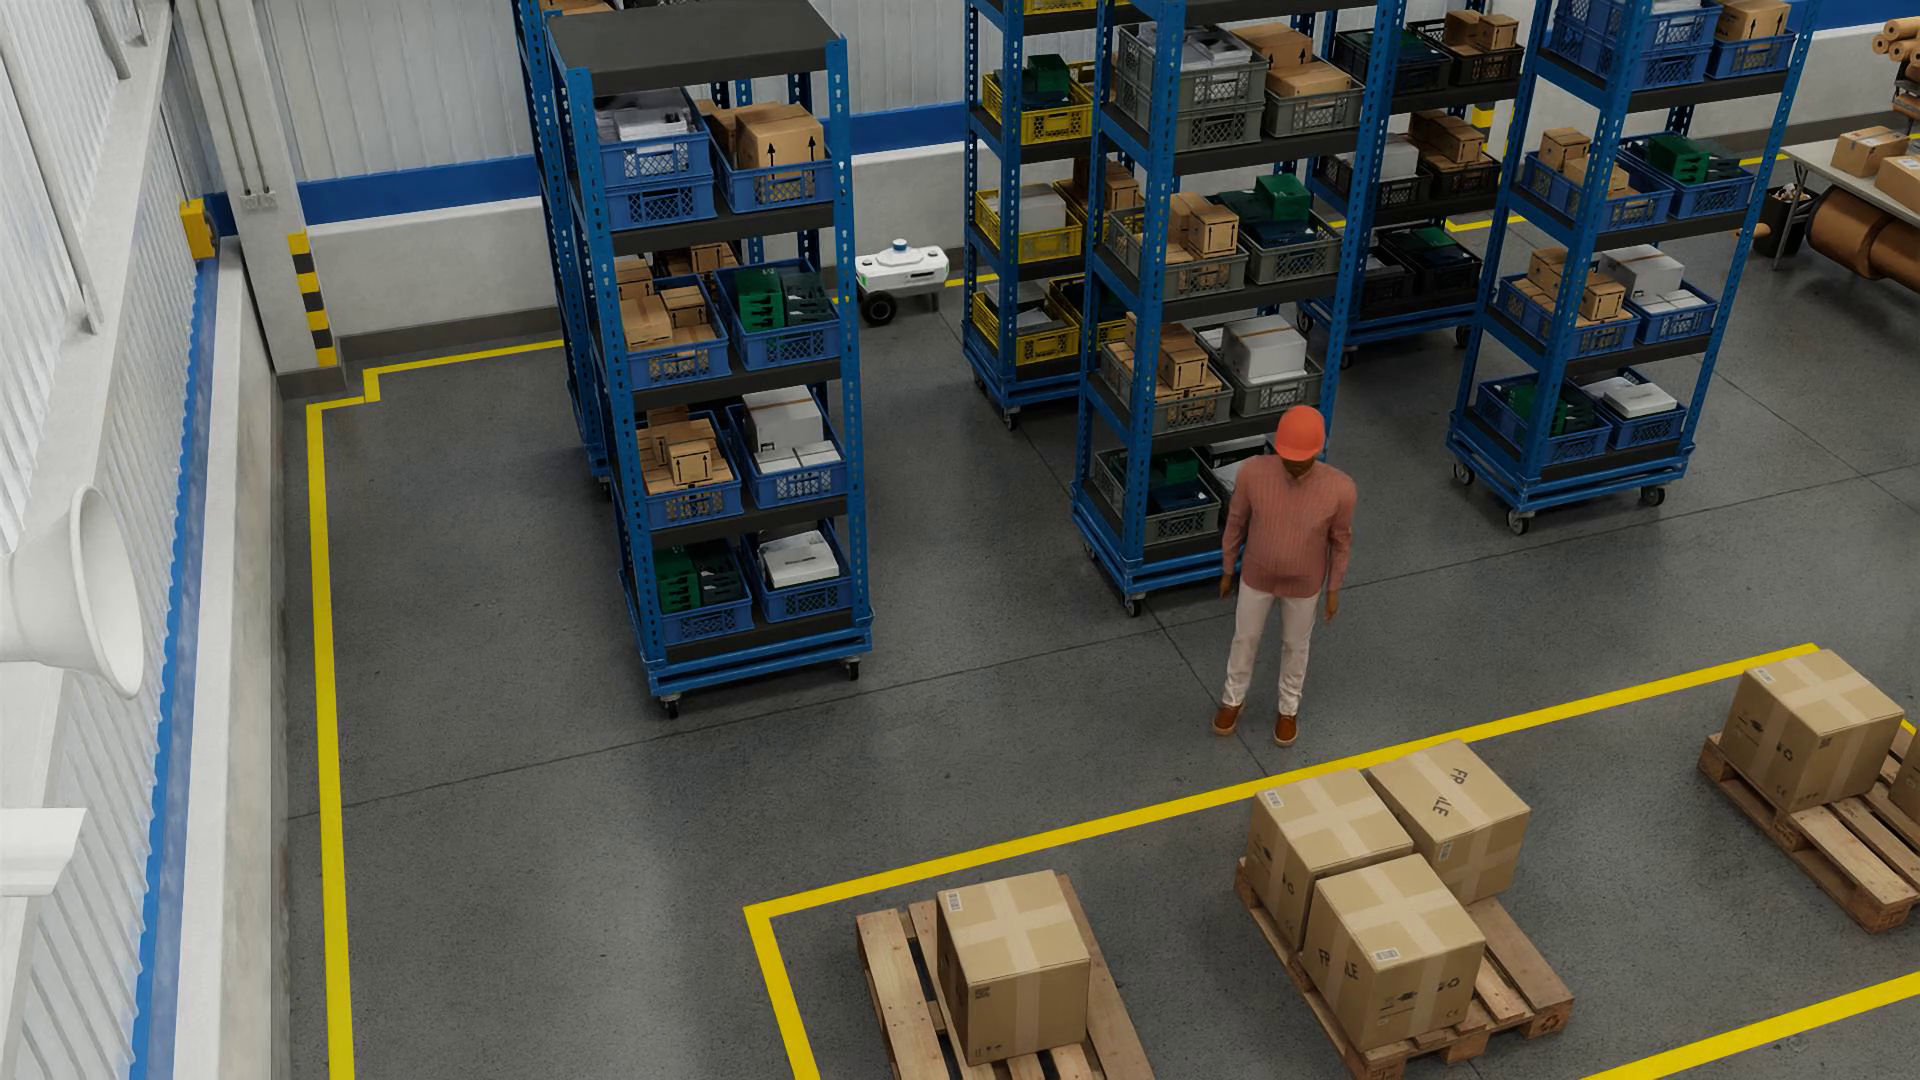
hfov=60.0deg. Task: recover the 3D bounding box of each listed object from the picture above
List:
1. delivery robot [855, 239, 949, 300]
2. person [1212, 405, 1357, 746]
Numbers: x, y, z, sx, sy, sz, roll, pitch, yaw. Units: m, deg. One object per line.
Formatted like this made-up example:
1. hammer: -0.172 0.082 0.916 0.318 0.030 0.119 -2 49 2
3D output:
1. delivery robot: -0.447 -2.038 12.598 0.707 0.478 0.477 -10 36 -14
2. person: 1.597 0.186 8.285 0.623 1.989 0.401 11 37 15
